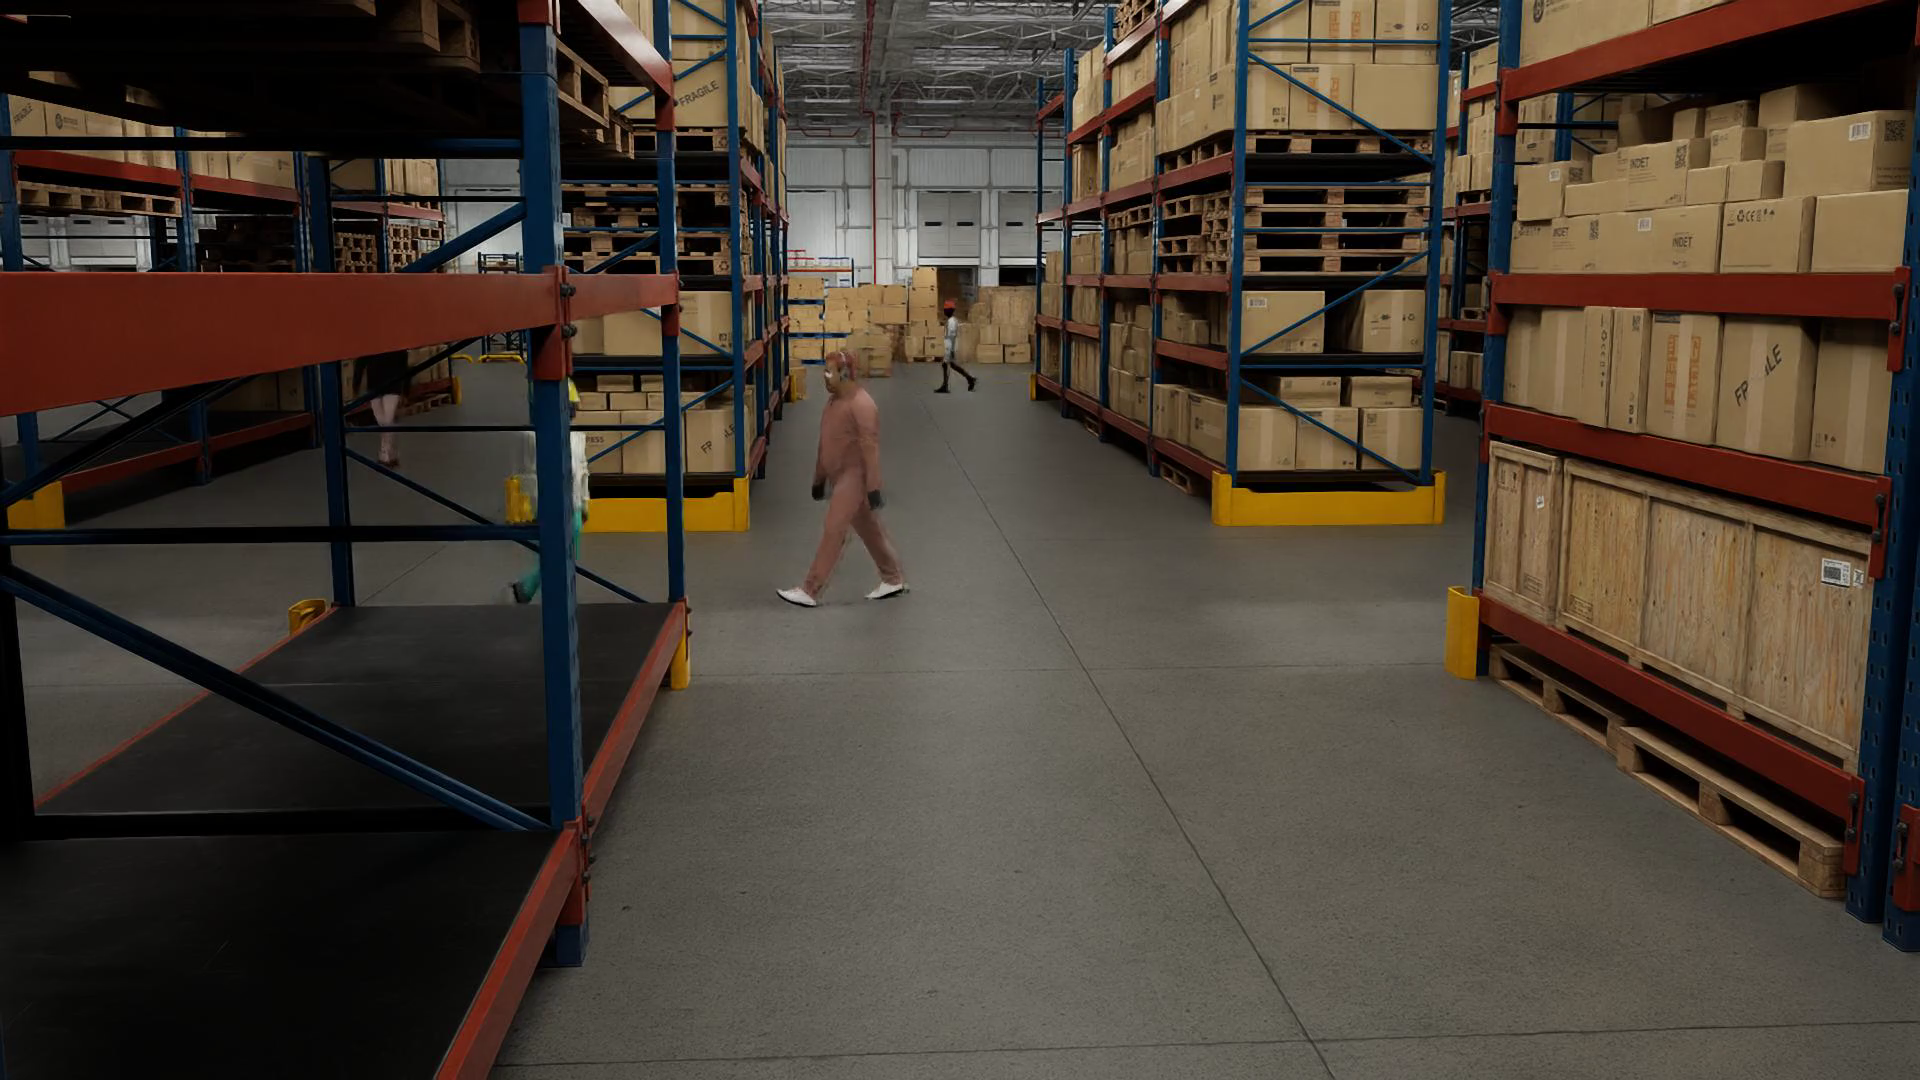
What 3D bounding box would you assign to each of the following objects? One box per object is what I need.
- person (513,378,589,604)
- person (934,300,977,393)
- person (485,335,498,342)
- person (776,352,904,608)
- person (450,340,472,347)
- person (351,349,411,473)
[{"bbox_3d":[-2.750,-0.231,11.173,0.707,1.745,0.519,4,10,25],"label":"person"},{"bbox_3d":[-0.091,-3.950,33.997,0.805,1.916,0.550,0,9,2],"label":"person"},{"bbox_3d":[-16.992,-8.115,60.033,0.601,1.940,0.396,8,12,40],"label":"person"},{"bbox_3d":[-0.853,-0.439,12.118,1.054,1.851,0.659,-4,10,-25],"label":"person"},{"bbox_3d":[-16.726,-7.415,55.317,0.691,2.000,0.988,8,12,42],"label":"person"},{"bbox_3d":[-7.083,-1.790,20.288,0.611,1.937,1.024,1,9,7],"label":"person"}]
